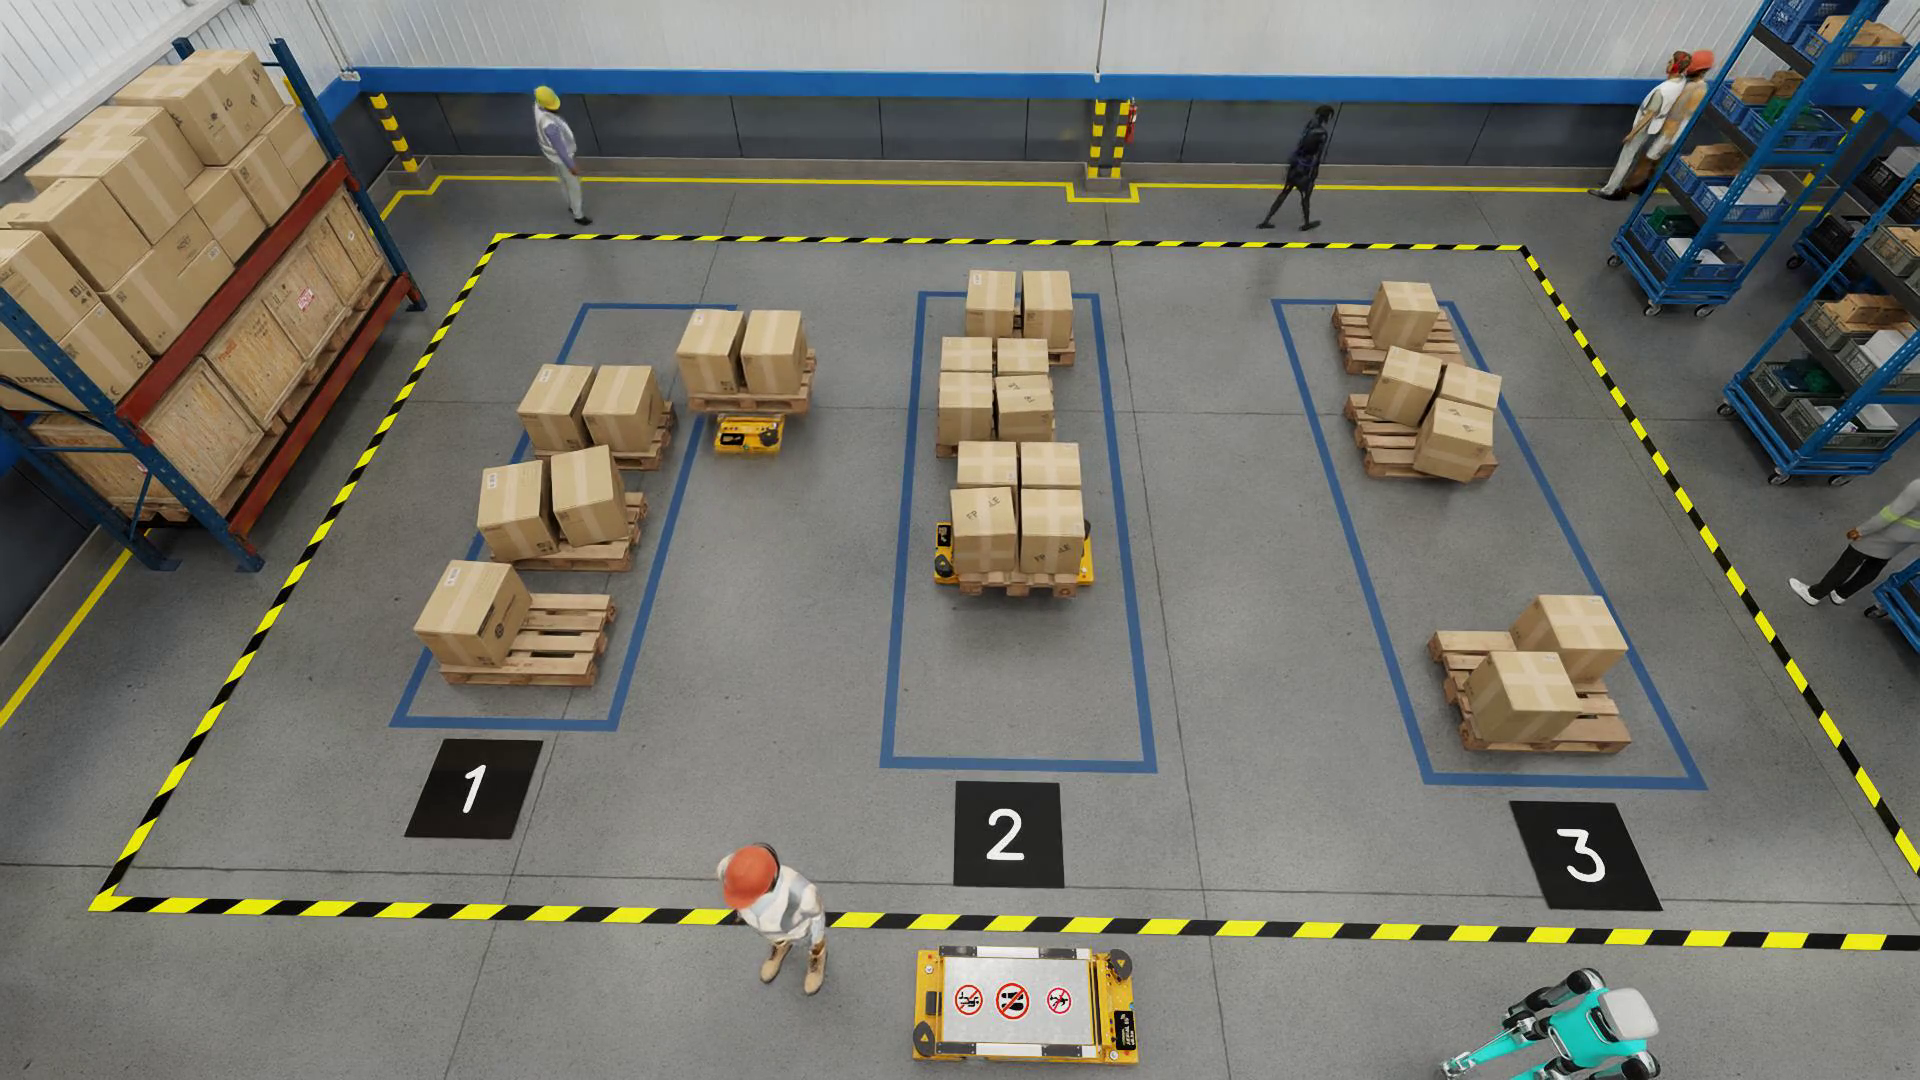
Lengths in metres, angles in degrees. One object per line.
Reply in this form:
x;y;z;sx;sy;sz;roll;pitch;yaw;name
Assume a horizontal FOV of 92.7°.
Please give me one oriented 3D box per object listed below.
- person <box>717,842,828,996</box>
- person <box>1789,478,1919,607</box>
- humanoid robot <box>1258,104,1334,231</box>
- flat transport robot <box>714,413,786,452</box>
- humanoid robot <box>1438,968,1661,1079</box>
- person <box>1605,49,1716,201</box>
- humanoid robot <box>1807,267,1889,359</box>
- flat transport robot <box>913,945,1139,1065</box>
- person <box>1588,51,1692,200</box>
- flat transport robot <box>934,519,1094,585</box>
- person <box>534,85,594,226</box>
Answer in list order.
-1.087;2.283;5.481;0.607;2.044;0.391;15;52;12;person
7.696;-0.109;7.553;0.596;1.849;0.385;1;51;1;person
4.261;-4.593;11.352;0.787;1.629;0.597;-7;51;-5;humanoid robot
-2.150;-1.510;9.699;0.652;0.197;1.431;1;51;1;flat transport robot
3.101;2.890;5.096;0.735;1.677;0.533;-11;52;-9;humanoid robot
9.030;-5.266;11.718;0.430;1.934;0.559;12;52;9;person
9.467;-2.421;9.553;0.590;1.635;0.507;6;51;4;humanoid robot
0.422;3.041;6.007;1.431;0.231;0.659;1;51;1;flat transport robot
8.801;-5.299;11.787;0.566;1.846;0.385;-33;58;-24;person
0.490;0.087;8.397;1.431;0.197;0.652;1;51;1;flat transport robot
-4.985;-4.860;11.478;0.408;1.787;0.729;-21;54;-16;person
